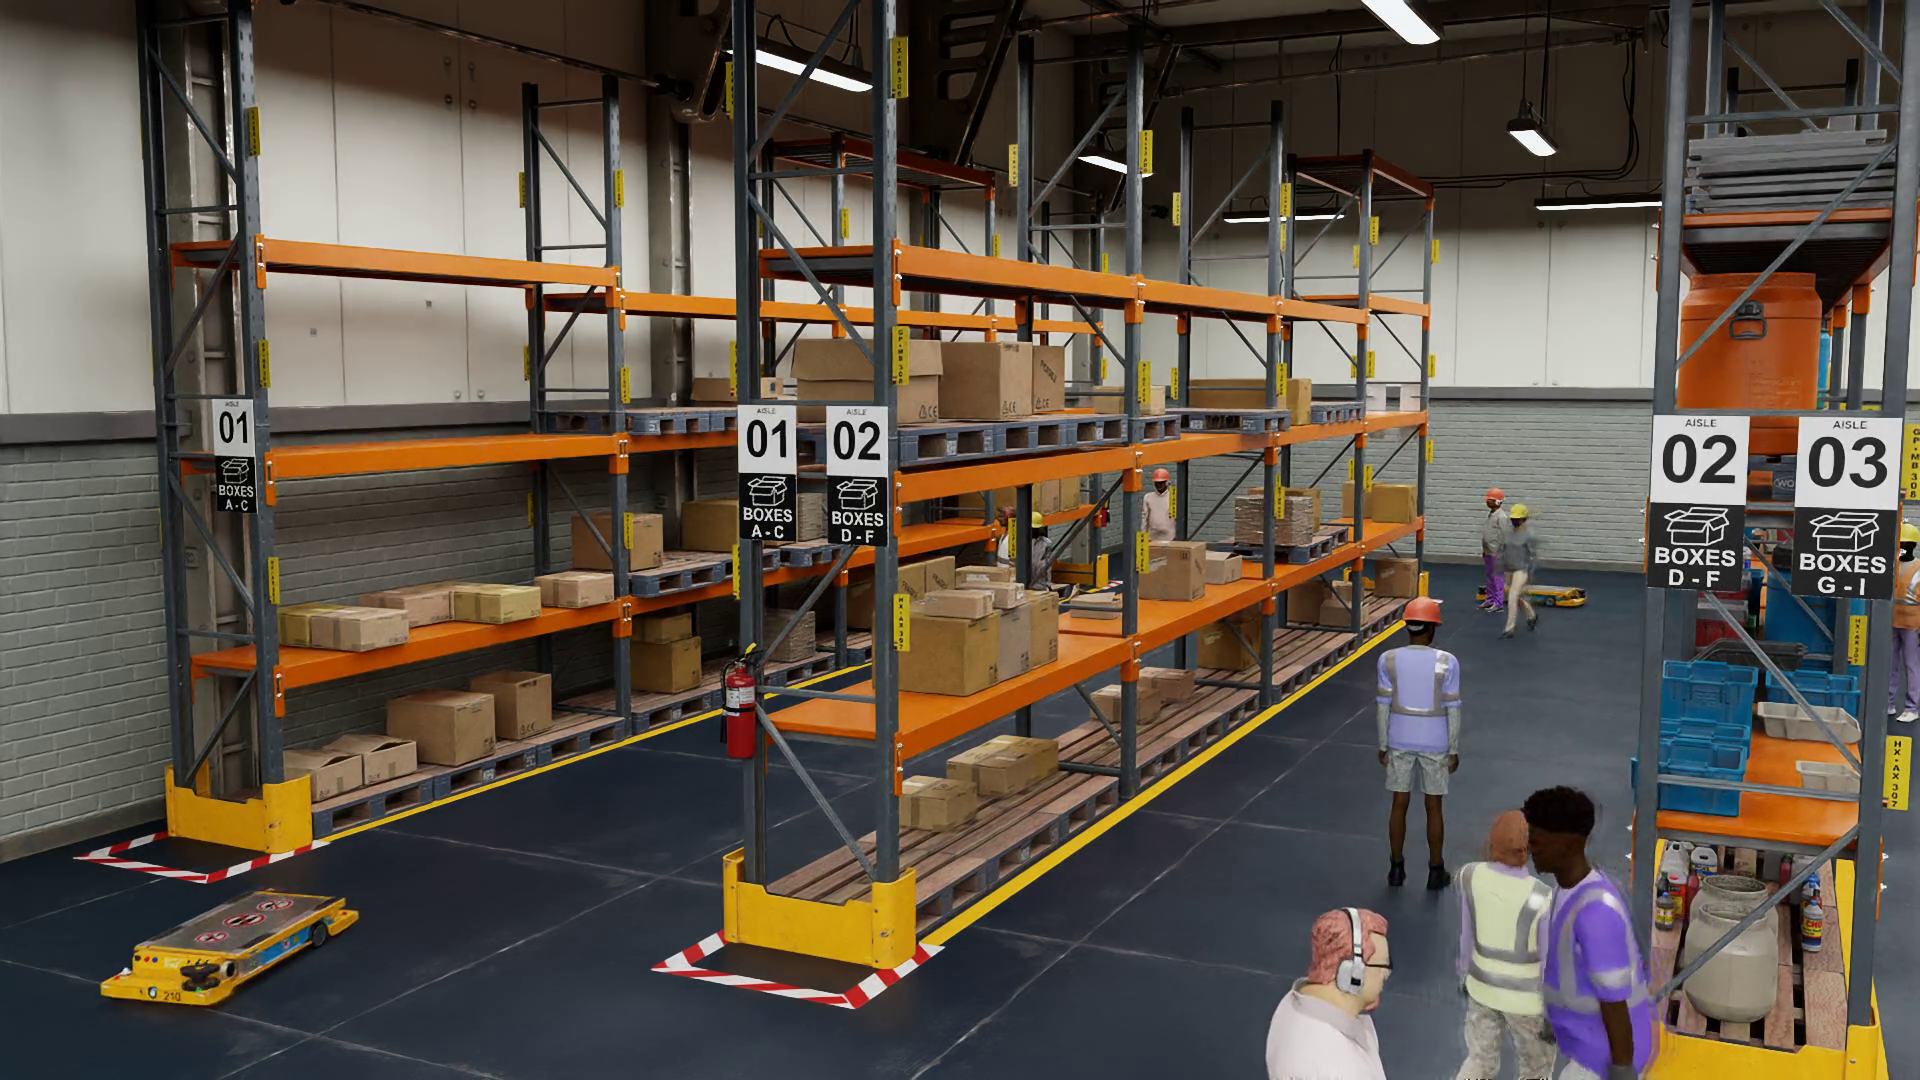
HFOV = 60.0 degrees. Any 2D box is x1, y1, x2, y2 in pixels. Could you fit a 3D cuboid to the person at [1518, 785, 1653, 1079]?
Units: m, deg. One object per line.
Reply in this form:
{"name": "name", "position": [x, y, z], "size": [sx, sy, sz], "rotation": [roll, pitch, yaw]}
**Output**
{"name": "person", "position": [2.293, 1.857, 6.148], "size": [0.844, 1.907, 0.640], "rotation": [2, 6, 16]}

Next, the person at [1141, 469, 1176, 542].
{"name": "person", "position": [2.916, -0.042, 24.110], "size": [0.625, 1.992, 0.389], "rotation": [3, 6, 24]}

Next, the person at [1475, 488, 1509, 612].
{"name": "person", "position": [7.538, 0.136, 23.525], "size": [0.322, 1.755, 0.563], "rotation": [-1, 6, -7]}

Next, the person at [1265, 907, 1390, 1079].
{"name": "person", "position": [1.093, 1.994, 4.816], "size": [0.406, 1.896, 0.644], "rotation": [0, 6, 4]}

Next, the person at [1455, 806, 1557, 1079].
{"name": "person", "position": [2.271, 1.911, 6.938], "size": [0.659, 1.615, 0.522], "rotation": [-4, 7, -36]}

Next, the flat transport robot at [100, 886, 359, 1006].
{"name": "flat transport robot", "position": [-4.158, 2.306, 9.574], "size": [0.652, 0.197, 1.431], "rotation": [1, 6, 13]}

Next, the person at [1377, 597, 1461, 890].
{"name": "person", "position": [3.035, 1.339, 11.009], "size": [0.542, 1.928, 0.374], "rotation": [3, 6, 25]}

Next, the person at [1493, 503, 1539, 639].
{"name": "person", "position": [7.157, 0.384, 21.231], "size": [0.781, 1.736, 0.530], "rotation": [-4, 7, -31]}

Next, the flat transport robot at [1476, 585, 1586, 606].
{"name": "flat transport robot", "position": [8.355, 0.790, 24.319], "size": [1.431, 0.197, 0.652], "rotation": [3, 7, 29]}
